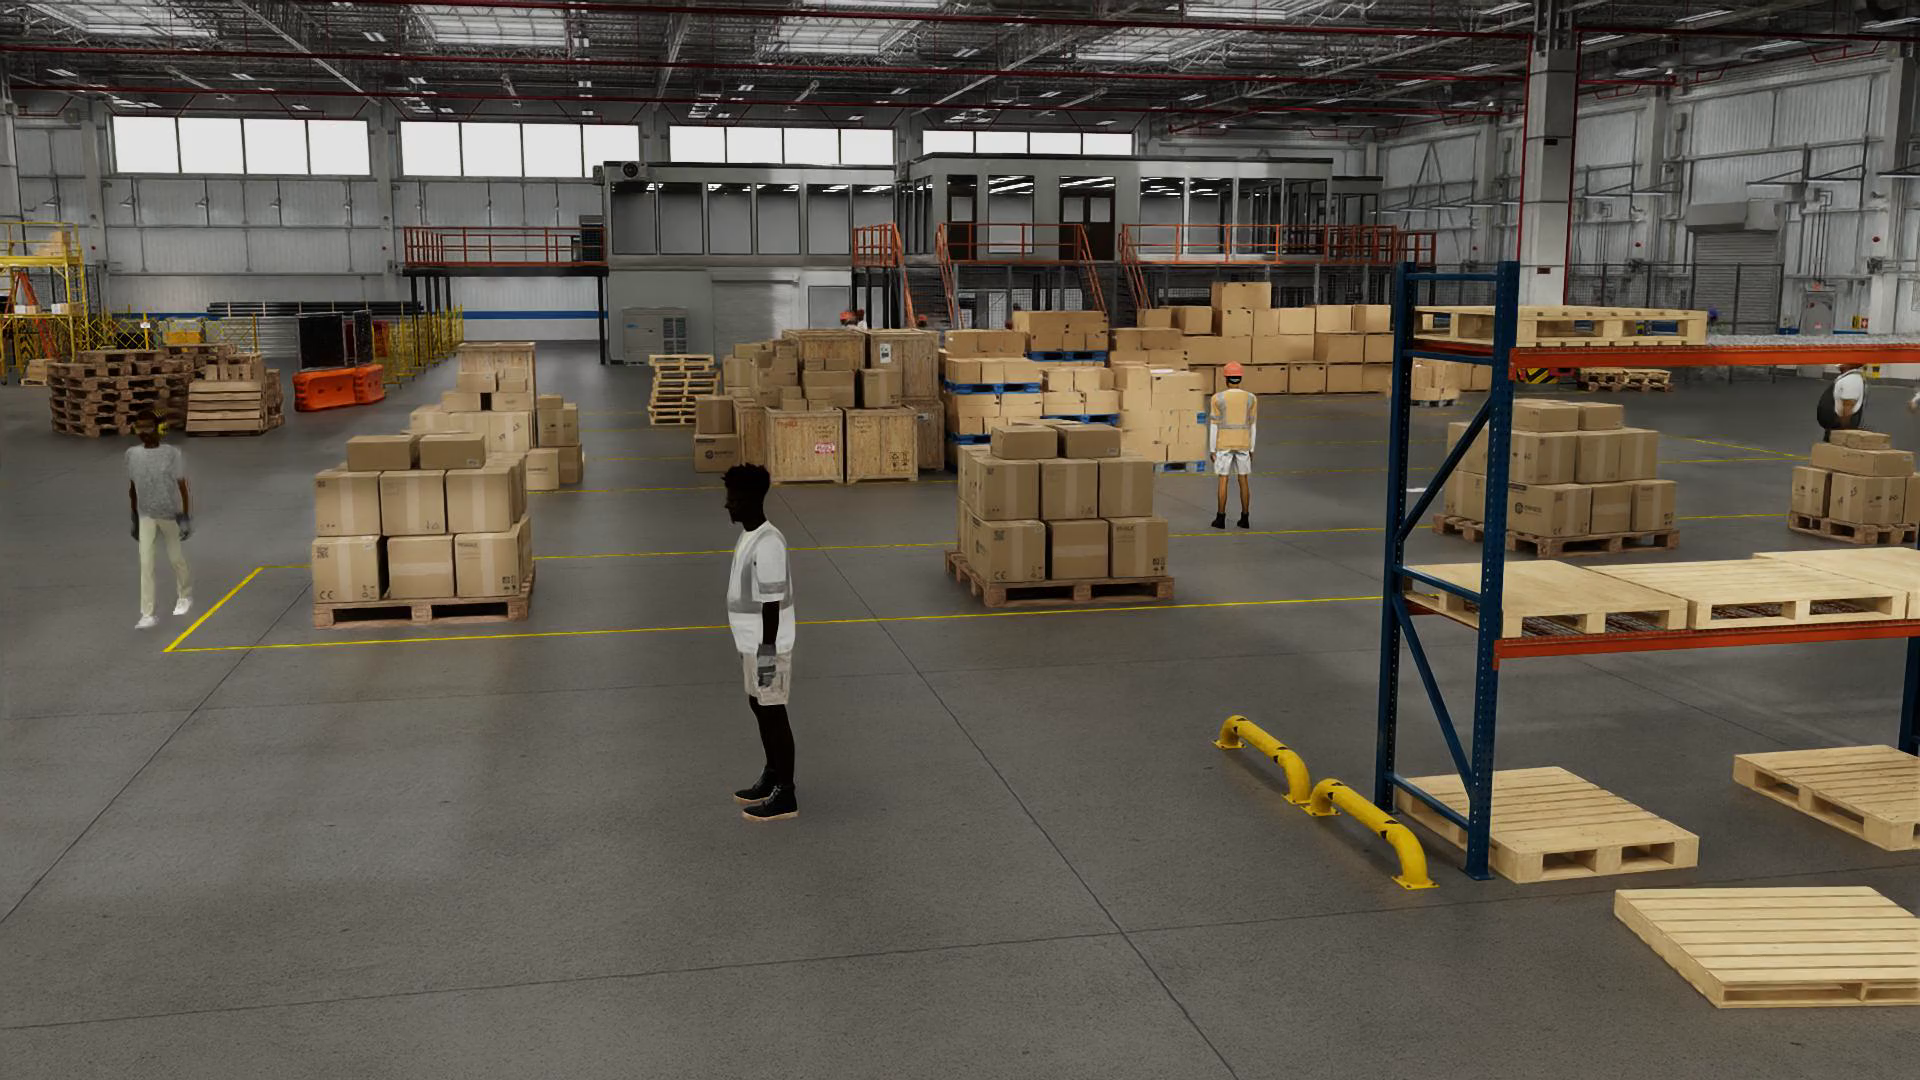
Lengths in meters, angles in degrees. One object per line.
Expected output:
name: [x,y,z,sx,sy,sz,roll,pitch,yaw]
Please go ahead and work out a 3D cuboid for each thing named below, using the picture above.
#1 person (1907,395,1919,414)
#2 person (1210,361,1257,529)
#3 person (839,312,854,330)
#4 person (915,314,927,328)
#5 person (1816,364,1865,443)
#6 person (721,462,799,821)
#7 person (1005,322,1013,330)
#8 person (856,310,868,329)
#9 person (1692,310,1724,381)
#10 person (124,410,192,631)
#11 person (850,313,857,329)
person: [19.394,-3.338,33.182,0.703,1.826,0.635,6,11,34]
person: [3.138,-1.092,19.191,0.542,1.928,0.400,-1,9,-4]
person: [-2.714,-4.319,38.699,0.773,1.969,0.643,-3,10,-19]
person: [-0.966,-4.396,39.411,0.949,1.891,0.574,-6,11,-31]
person: [11.607,-1.563,21.707,0.819,2.000,0.690,4,10,25]
person: [-1.096,0.547,9.117,0.384,1.957,0.606,-3,10,-18]
person: [1.116,-3.694,35.245,0.712,1.864,0.583,8,12,39]
person: [-2.616,-5.192,44.301,0.337,1.882,0.583,-3,10,-18]
person: [19.710,-5.077,43.592,1.015,1.901,0.608,-1,9,-9]
person: [-6.777,-0.200,14.083,0.540,1.826,0.962,-1,9,-6]
person: [-2.720,-4.978,43.215,0.826,1.810,0.539,6,11,32]
